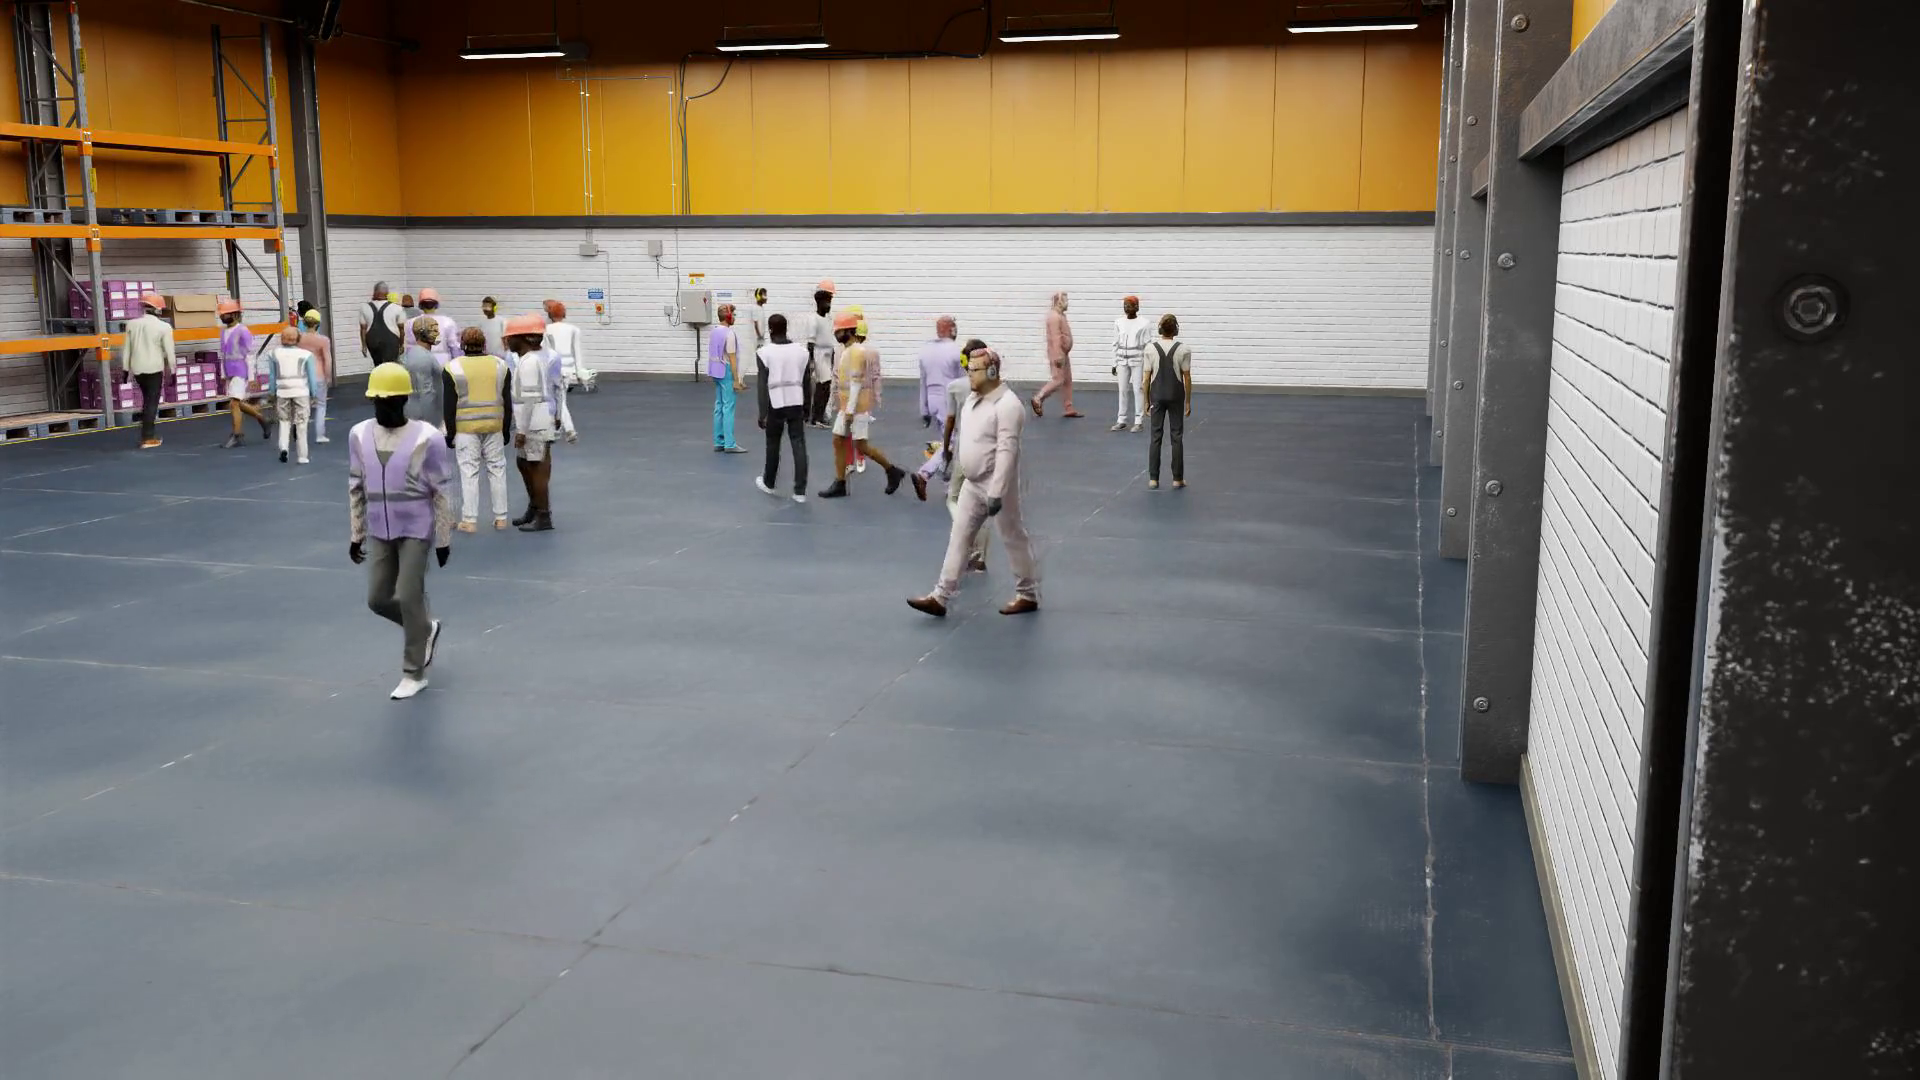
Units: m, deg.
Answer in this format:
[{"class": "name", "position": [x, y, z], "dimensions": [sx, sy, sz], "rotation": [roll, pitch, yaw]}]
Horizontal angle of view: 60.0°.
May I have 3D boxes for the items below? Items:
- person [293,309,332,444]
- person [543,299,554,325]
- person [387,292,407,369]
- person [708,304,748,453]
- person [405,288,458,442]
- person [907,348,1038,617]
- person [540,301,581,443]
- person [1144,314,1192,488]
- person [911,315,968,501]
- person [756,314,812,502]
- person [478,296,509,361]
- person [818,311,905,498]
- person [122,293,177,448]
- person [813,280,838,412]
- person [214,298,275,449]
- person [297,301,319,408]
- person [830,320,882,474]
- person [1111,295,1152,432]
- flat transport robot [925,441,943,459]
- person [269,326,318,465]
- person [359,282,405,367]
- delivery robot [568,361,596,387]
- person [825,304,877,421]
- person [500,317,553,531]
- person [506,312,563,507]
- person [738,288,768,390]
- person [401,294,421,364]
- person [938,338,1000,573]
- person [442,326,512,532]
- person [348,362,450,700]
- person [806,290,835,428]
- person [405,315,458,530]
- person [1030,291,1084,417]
[{"class": "person", "position": [-8.371, -2.096, 21.440], "dimensions": [0.550, 1.740, 0.553], "rotation": [1, 10, 4]}, {"class": "person", "position": [-7.219, -3.441, 29.418], "dimensions": [0.412, 1.622, 0.546], "rotation": [-4, 11, -22]}, {"class": "person", "position": [-9.765, -3.350, 28.462], "dimensions": [0.617, 1.782, 0.827], "rotation": [7, 12, 33]}, {"class": "person", "position": [-2.905, -1.991, 20.579], "dimensions": [0.384, 1.842, 0.570], "rotation": [-7, 12, -34]}, {"class": "person", "position": [-6.746, -2.199, 21.237], "dimensions": [0.627, 2.024, 0.502], "rotation": [-5, 11, -25]}, {"class": "person", "position": [0.140, -0.374, 11.380], "dimensions": [0.980, 1.851, 0.674], "rotation": [-6, 12, -31]}, {"class": "person", "position": [-5.235, -2.202, 21.782], "dimensions": [0.584, 1.847, 0.942], "rotation": [-8, 13, -38]}, {"class": "person", "position": [2.192, -1.462, 17.581], "dimensions": [0.506, 1.846, 0.345], "rotation": [2, 10, 12]}, {"class": "person", "position": [-0.176, -1.319, 16.693], "dimensions": [0.814, 1.874, 0.648], "rotation": [-8, 13, -40]}, {"class": "person", "position": [-1.812, -1.350, 16.878], "dimensions": [0.632, 1.859, 1.000], "rotation": [-5, 11, -26]}, {"class": "person", "position": [-6.820, -2.691, 24.579], "dimensions": [0.518, 1.840, 0.812], "rotation": [3, 10, 14]}, {"class": "person", "position": [-1.010, -1.371, 16.904], "dimensions": [0.815, 1.911, 0.542], "rotation": [-4, 11, -22]}, {"class": "person", "position": [-10.336, -2.174, 21.298], "dimensions": [0.640, 1.955, 0.725], "rotation": [2, 10, 9]}, {"class": "person", "position": [-2.088, -3.013, 25.817], "dimensions": [0.380, 2.039, 0.607], "rotation": [-1, 10, -6]}, {"class": "person", "position": [-9.175, -2.140, 21.263], "dimensions": [0.565, 1.909, 0.793], "rotation": [6, 12, 31]}, {"class": "person", "position": [-10.359, -2.950, 26.426], "dimensions": [0.319, 1.697, 0.532], "rotation": [1, 10, 4]}, {"class": "person", "position": [-1.164, -1.588, 18.585], "dimensions": [0.588, 1.737, 0.419], "rotation": [1, 10, 7]}, {"class": "person", "position": [2.356, -2.426, 22.926], "dimensions": [0.585, 1.882, 0.337], "rotation": [7, 12, 33]}, {"class": "flat transport robot", "position": [0.089, -0.991, 19.368], "dimensions": [0.652, 0.197, 1.431], "rotation": [-3, 10, -16]}, {"class": "person", "position": [-7.776, -1.681, 19.410], "dimensions": [0.541, 1.627, 0.375], "rotation": [-1, 10, -6]}, {"class": "person", "position": [-9.410, -3.240, 27.099], "dimensions": [0.679, 2.000, 1.046], "rotation": [0, 10, -3]}, {"class": "delivery robot", "position": [-6.698, -2.865, 28.911], "dimensions": [0.707, 0.478, 0.477], "rotation": [2, 10, 9]}, {"class": "person", "position": [-1.612, -2.595, 24.350], "dimensions": [0.706, 1.718, 0.489], "rotation": [4, 11, 21]}, {"class": "person", "position": [-3.891, -1.029, 14.982], "dimensions": [0.410, 1.923, 0.580], "rotation": [-3, 10, -14]}, {"class": "person", "position": [-4.210, -1.299, 16.486], "dimensions": [0.569, 1.910, 0.731], "rotation": [-2, 10, -11]}, {"class": "person", "position": [-3.598, -3.559, 29.571], "dimensions": [0.987, 1.813, 0.502], "rotation": [4, 11, 19]}, {"class": "person", "position": [-10.554, -3.886, 31.902], "dimensions": [0.500, 1.636, 0.282], "rotation": [-1, 10, -7]}, {"class": "person", "position": [0.100, -0.638, 12.893], "dimensions": [0.553, 1.850, 0.473], "rotation": [-3, 10, -17]}, {"class": "person", "position": [-4.327, -0.989, 14.919], "dimensions": [0.627, 1.844, 0.429], "rotation": [-7, 12, -34]}, {"class": "person", "position": [-3.181, -0.073, 9.542], "dimensions": [0.603, 1.909, 0.585], "rotation": [2, 10, 13]}, {"class": "person", "position": [-1.881, -2.528, 23.346], "dimensions": [0.586, 1.947, 0.608], "rotation": [2, 10, 13]}, {"class": "person", "position": [-4.794, -1.057, 15.024], "dimensions": [0.372, 1.940, 0.631], "rotation": [-4, 11, -22]}, {"class": "person", "position": [1.462, -2.751, 24.754], "dimensions": [0.727, 1.887, 0.682], "rotation": [3, 10, 14]}]
